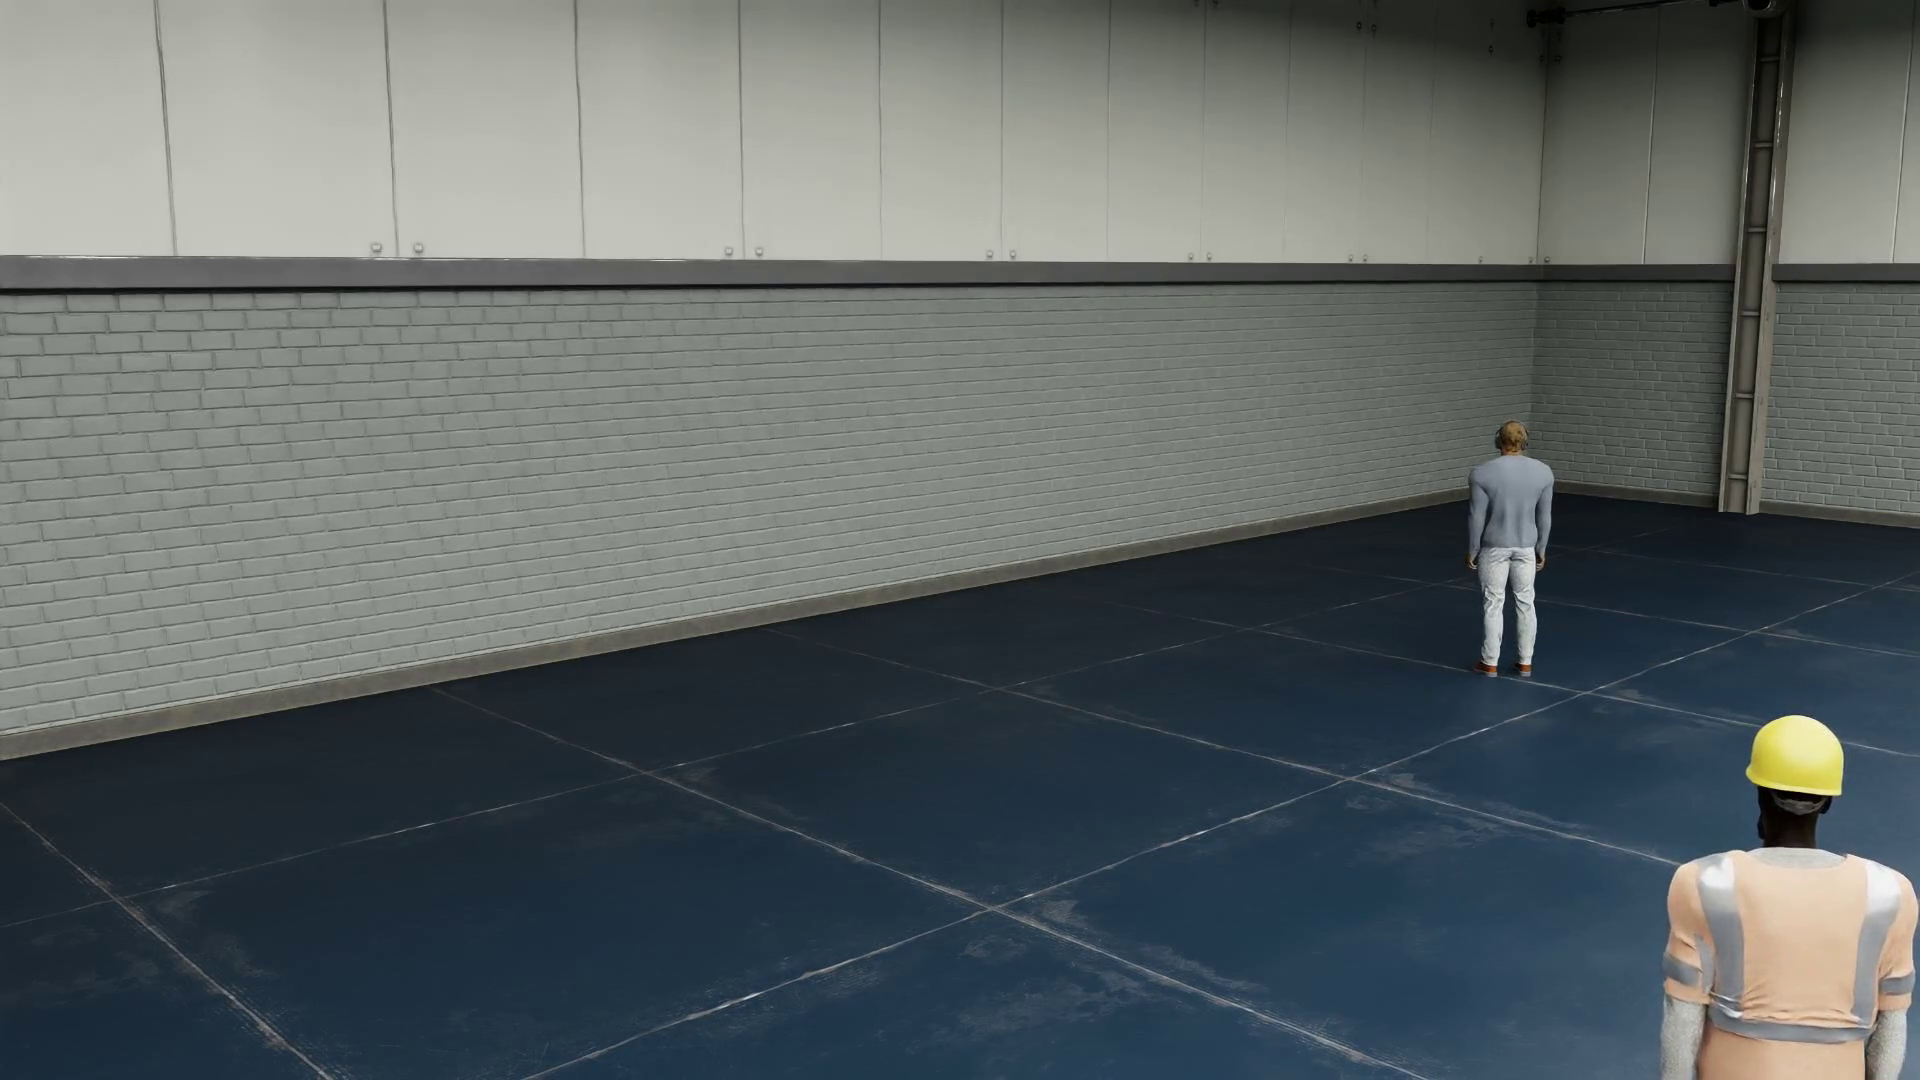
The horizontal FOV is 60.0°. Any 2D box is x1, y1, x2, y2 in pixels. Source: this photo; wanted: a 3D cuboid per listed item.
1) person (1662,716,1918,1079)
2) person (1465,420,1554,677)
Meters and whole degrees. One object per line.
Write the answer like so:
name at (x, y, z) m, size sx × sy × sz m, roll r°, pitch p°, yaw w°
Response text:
person at (2.082, 1.395, 4.259) m, size 0.584 × 1.928 × 0.374 m, roll 2°, pitch 9°, yaw 11°
person at (4.097, 0.068, 12.464) m, size 0.629 × 1.940 × 0.378 m, roll 0°, pitch 9°, yaw 1°
